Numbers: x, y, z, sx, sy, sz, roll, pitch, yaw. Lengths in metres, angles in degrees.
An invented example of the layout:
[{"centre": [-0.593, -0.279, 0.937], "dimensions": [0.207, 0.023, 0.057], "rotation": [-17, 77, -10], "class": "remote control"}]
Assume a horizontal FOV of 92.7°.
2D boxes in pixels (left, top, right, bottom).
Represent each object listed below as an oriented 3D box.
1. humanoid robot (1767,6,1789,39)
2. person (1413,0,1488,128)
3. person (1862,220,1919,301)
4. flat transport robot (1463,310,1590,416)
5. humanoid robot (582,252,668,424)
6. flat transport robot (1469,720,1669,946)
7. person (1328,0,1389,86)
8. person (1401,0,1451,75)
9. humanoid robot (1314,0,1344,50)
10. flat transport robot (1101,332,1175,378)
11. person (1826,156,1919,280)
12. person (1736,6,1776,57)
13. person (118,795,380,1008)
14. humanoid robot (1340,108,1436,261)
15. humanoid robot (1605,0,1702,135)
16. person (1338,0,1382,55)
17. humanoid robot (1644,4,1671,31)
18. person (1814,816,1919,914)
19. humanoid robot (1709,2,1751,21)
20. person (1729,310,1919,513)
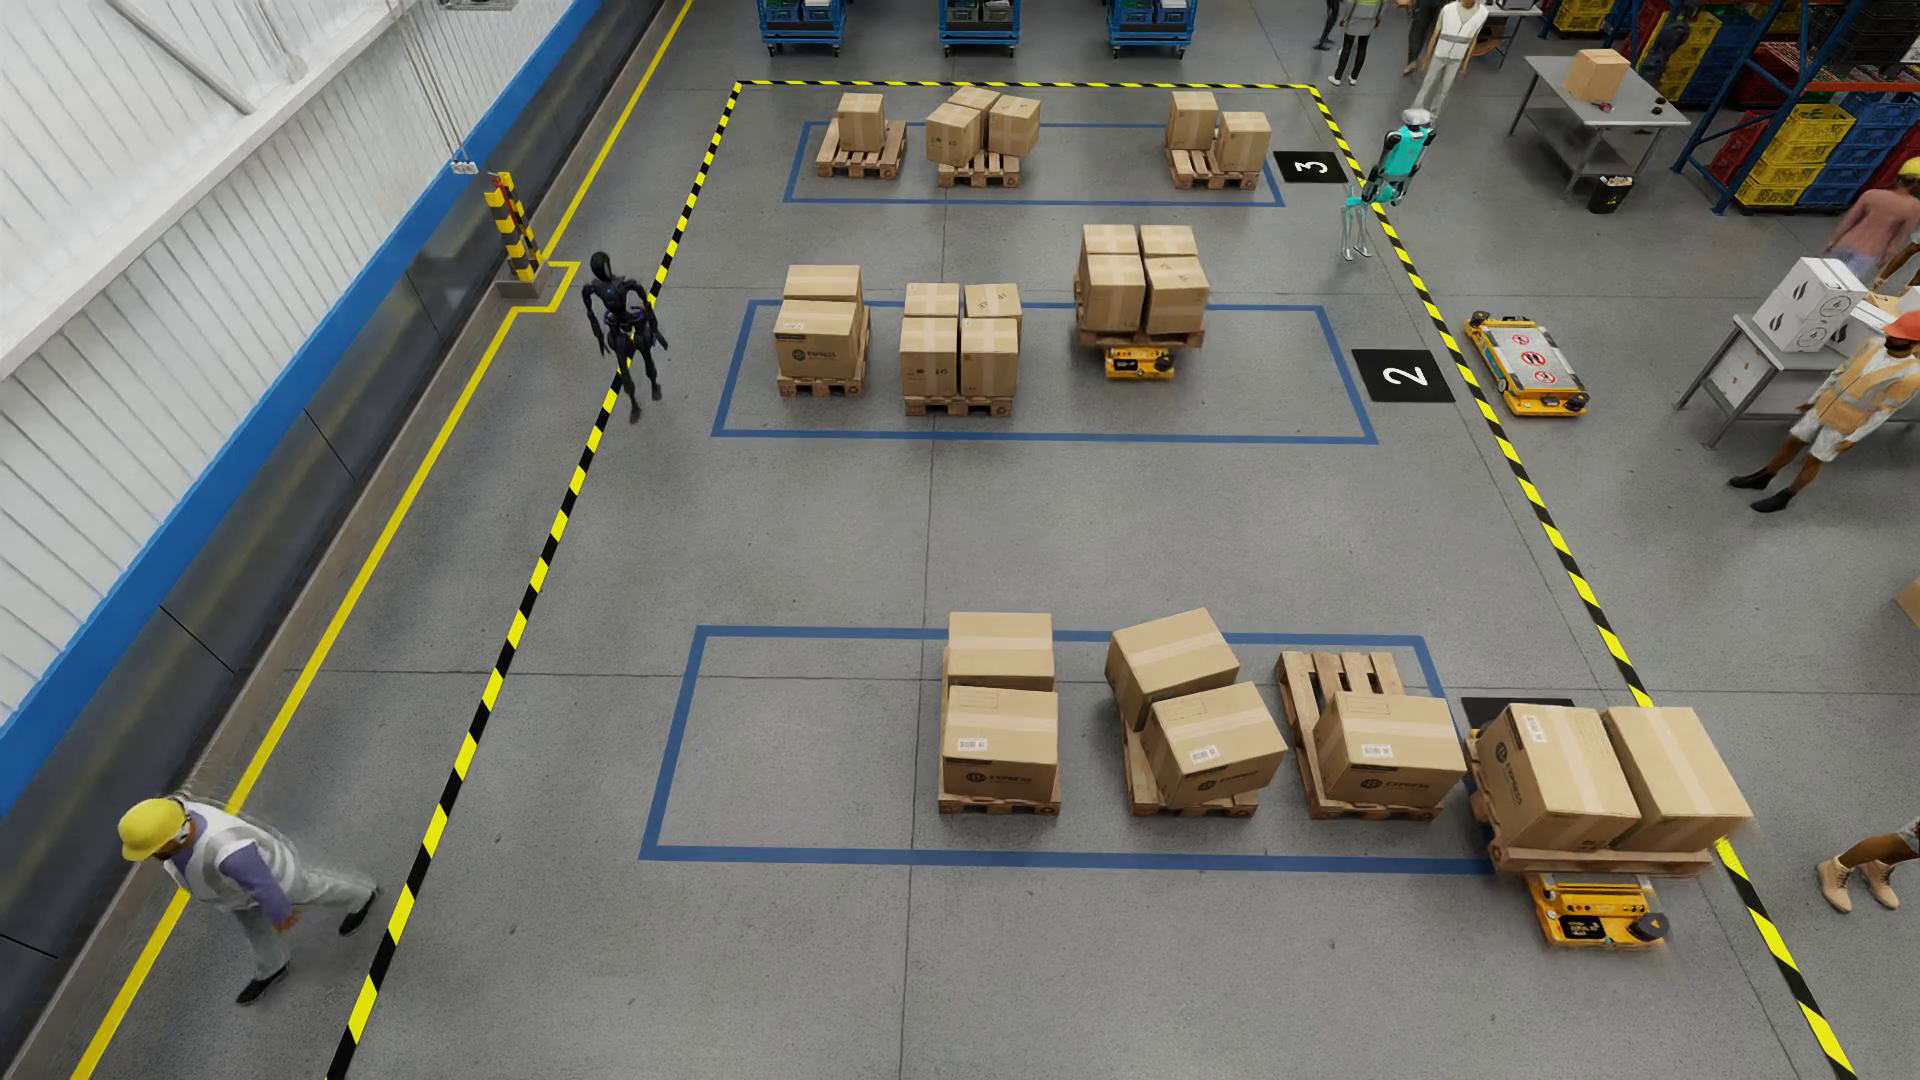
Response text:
[{"centre": [12.208, -8.041, 13.562], "dimensions": [0.310, 1.640, 0.608], "rotation": [-14, 51, -12], "class": "humanoid robot"}, {"centre": [6.334, -6.272, 11.928], "dimensions": [0.572, 1.840, 0.518], "rotation": [10, 50, 8], "class": "person"}, {"centre": [10.018, -3.235, 9.162], "dimensions": [0.604, 2.043, 0.370], "rotation": [28, 55, 22], "class": "person"}, {"centre": [5.573, -1.757, 9.054], "dimensions": [0.659, 0.231, 1.431], "rotation": [1, 49, 1], "class": "flat transport robot"}, {"centre": [-2.959, -1.818, 8.189], "dimensions": [0.609, 1.634, 0.641], "rotation": [-8, 50, -7], "class": "humanoid robot"}, {"centre": [3.890, 1.845, 5.918], "dimensions": [0.652, 0.197, 1.431], "rotation": [1, 49, 1], "class": "flat transport robot"}, {"centre": [5.650, -7.378, 12.872], "dimensions": [0.597, 1.850, 0.387], "rotation": [-1, 49, -1], "class": "person"}, {"centre": [6.755, -7.655, 13.145], "dimensions": [0.527, 1.811, 0.814], "rotation": [4, 49, 3], "class": "person"}, {"centre": [5.689, -8.271, 13.753], "dimensions": [0.364, 1.651, 0.601], "rotation": [15, 51, 13], "class": "humanoid robot"}, {"centre": [1.782, -2.196, 9.416], "dimensions": [0.652, 0.197, 1.431], "rotation": [1, 49, 1], "class": "flat transport robot"}, {"centre": [8.849, -2.875, 9.045], "dimensions": [0.667, 1.738, 0.543], "rotation": [-26, 54, -21], "class": "person"}, {"centre": [12.109, -8.102, 13.490], "dimensions": [0.524, 1.866, 0.314], "rotation": [-2, 49, -1], "class": "person"}, {"centre": [-3.850, 1.906, 4.872], "dimensions": [0.623, 1.792, 0.833], "rotation": [16, 51, 14], "class": "person"}, {"centre": [4.462, -3.850, 9.806], "dimensions": [0.533, 1.676, 0.735], "rotation": [-11, 50, -9], "class": "humanoid robot"}, {"centre": [9.081, -6.136, 11.941], "dimensions": [0.712, 1.636, 0.616], "rotation": [26, 54, 21], "class": "humanoid robot"}, {"centre": [6.089, -8.074, 13.545], "dimensions": [0.492, 1.742, 0.320], "rotation": [21, 52, 17], "class": "person"}, {"centre": [10.050, -7.514, 13.073], "dimensions": [0.829, 1.780, 0.558], "rotation": [37, 58, 28], "class": "humanoid robot"}, {"centre": [5.657, 1.548, 5.023], "dimensions": [0.610, 2.038, 0.389], "rotation": [-1, 49, -1], "class": "person"}, {"centre": [11.180, -7.792, 13.334], "dimensions": [0.669, 1.850, 0.540], "rotation": [23, 53, 19], "class": "humanoid robot"}, {"centre": [6.963, -0.994, 7.291], "dimensions": [0.371, 1.934, 0.550], "rotation": [-2, 49, -1], "class": "person"}]
